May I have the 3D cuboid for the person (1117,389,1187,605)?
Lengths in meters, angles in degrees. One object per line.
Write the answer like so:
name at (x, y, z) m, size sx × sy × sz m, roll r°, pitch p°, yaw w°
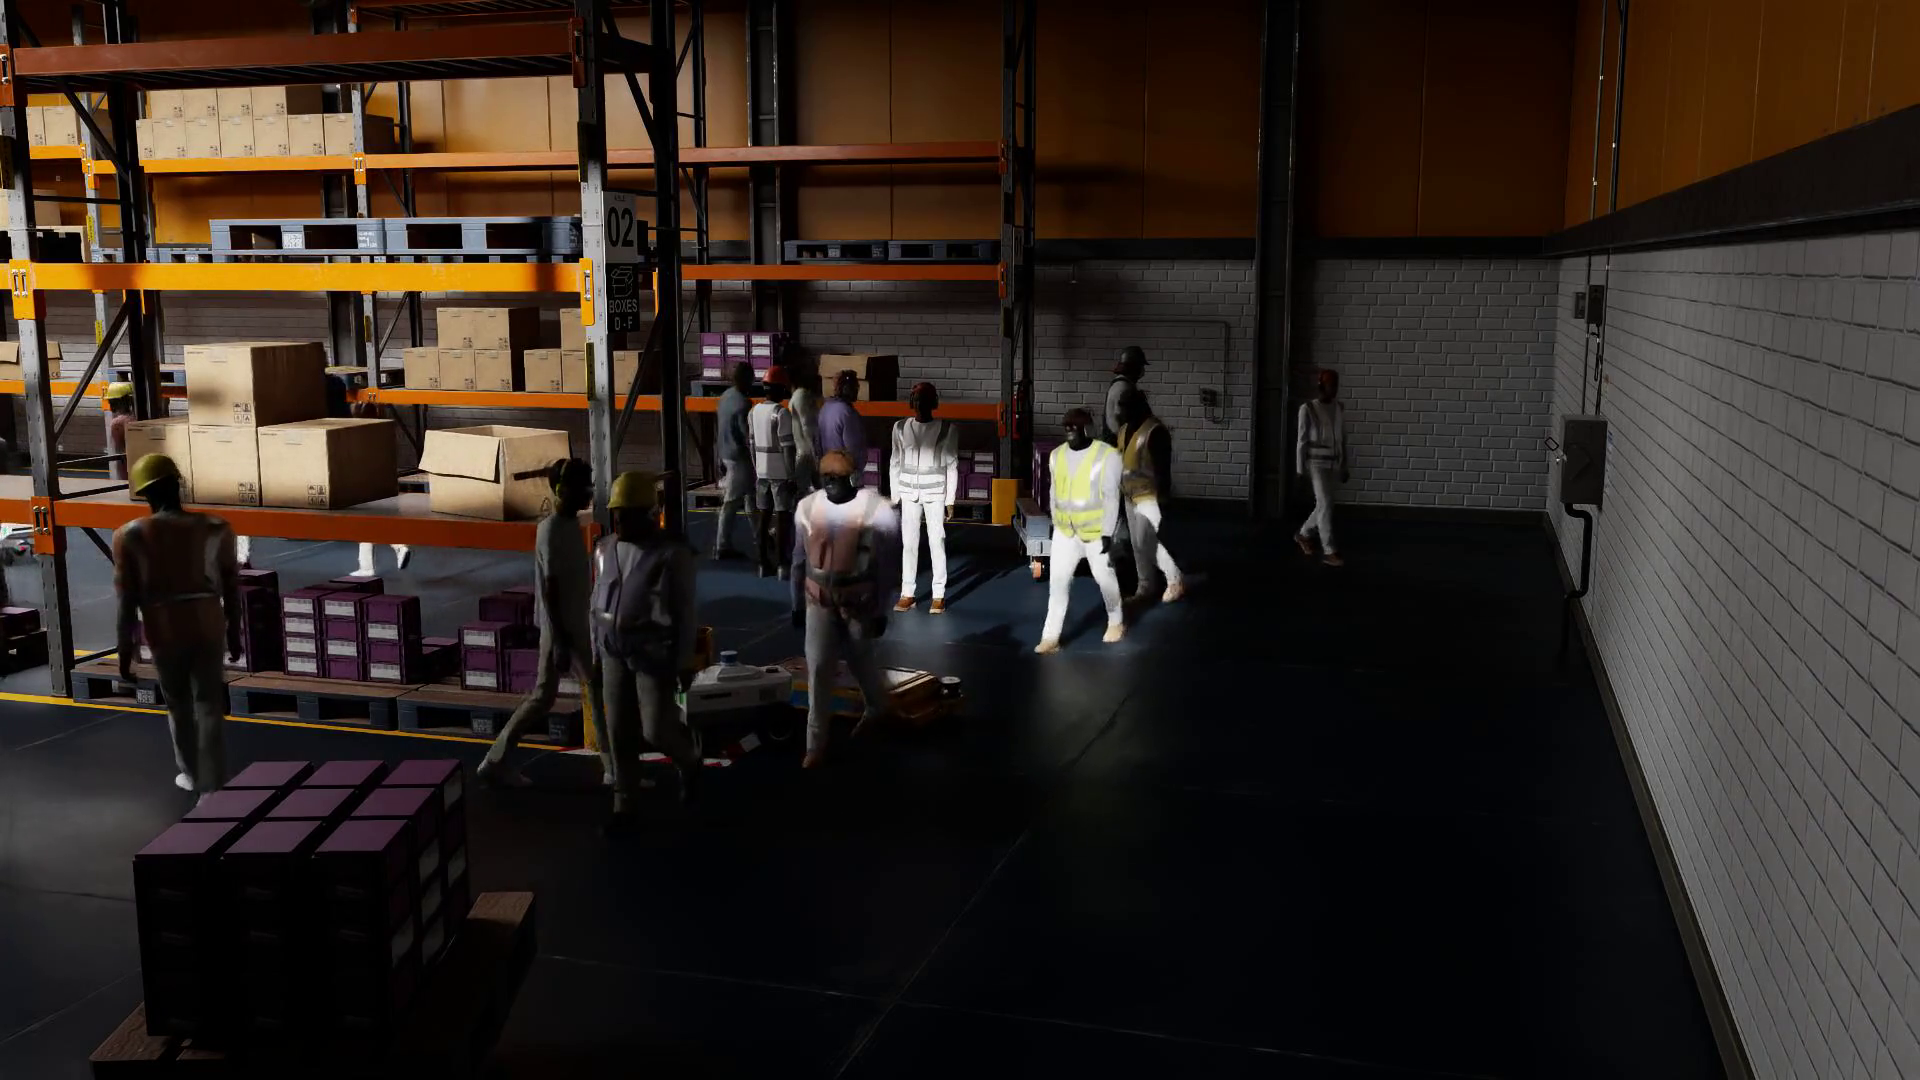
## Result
person at (1.547, -0.353, 13.863) m, size 0.488 × 1.815 × 0.660 m, roll -4°, pitch 10°, yaw -23°

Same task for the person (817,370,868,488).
person at (-1.010, -0.563, 14.814) m, size 0.407 × 1.906 × 0.655 m, roll -5°, pitch 11°, yaw -30°

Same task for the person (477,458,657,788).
person at (-2.157, 0.467, 8.885) m, size 0.923 × 1.833 × 0.551 m, roll 1°, pitch 9°, yaw 9°

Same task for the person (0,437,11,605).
person at (-8.218, -0.311, 13.863) m, size 0.717 × 1.720 × 0.491 m, roll 3°, pitch 10°, yaw 20°

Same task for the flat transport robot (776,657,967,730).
flat transport robot at (-0.732, 0.948, 10.580) m, size 1.431 × 0.197 × 0.652 m, roll 5°, pitch 11°, yaw 29°

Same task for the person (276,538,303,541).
person at (-6.881, -0.906, 17.140) m, size 0.404 × 1.829 × 0.610 m, roll 1°, pitch 9°, yaw 6°

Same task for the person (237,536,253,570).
person at (-6.633, -0.619, 15.173) m, size 0.671 × 1.913 × 0.366 m, roll 2°, pitch 10°, yaw 14°

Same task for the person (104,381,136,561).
person at (-7.821, -0.648, 15.877) m, size 0.755 × 1.737 × 0.534 m, roll 1°, pitch 9°, yaw 7°

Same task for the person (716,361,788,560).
person at (-1.990, -0.764, 16.018) m, size 0.877 × 1.906 × 0.651 m, roll -4°, pitch 10°, yaw -24°

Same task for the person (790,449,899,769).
person at (-0.650, 0.356, 9.554) m, size 0.658 × 1.808 × 0.786 m, roll 3°, pitch 10°, yaw 16°

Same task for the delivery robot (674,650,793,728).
delivery robot at (-1.353, 0.893, 9.765) m, size 0.707 × 0.478 × 0.477 m, roll -4°, pitch 10°, yaw -22°

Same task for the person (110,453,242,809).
person at (-4.006, 0.489, 8.563) m, size 0.605 × 1.863 × 0.955 m, roll -5°, pitch 11°, yaw -29°

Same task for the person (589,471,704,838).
person at (-1.570, 0.552, 8.272) m, size 0.614 × 1.817 × 0.568 m, roll 4°, pitch 10°, yaw 24°

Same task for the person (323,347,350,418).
person at (-7.020, -1.164, 18.294) m, size 0.610 × 1.970 × 0.463 m, roll -7°, pitch 12°, yaw -37°

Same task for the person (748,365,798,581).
person at (-1.651, -0.600, 14.963) m, size 0.543 × 1.933 × 0.363 m, roll 8°, pitch 12°, yaw 42°

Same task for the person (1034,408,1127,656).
person at (0.928, -0.082, 12.247) m, size 0.635 × 1.800 × 0.968 m, roll 6°, pitch 11°, yaw 32°

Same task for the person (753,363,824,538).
person at (-1.548, -0.825, 16.571) m, size 1.080 × 1.851 × 0.634 m, roll 1°, pitch 9°, yaw 4°

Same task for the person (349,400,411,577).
person at (-5.288, -0.456, 15.018) m, size 0.473 × 1.622 × 0.528 m, roll 3°, pitch 10°, yaw 19°

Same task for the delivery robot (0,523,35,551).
delivery robot at (-9.110, -0.108, 15.869) m, size 0.707 × 0.478 × 0.477 m, roll 7°, pitch 12°, yaw 36°

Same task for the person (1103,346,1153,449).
person at (1.722, -0.980, 16.949) m, size 0.535 × 2.000 × 0.702 m, roll 1°, pitch 9°, yaw 6°

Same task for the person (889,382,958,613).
person at (-0.301, -0.342, 13.538) m, size 0.574 × 1.885 × 0.355 m, roll 2°, pitch 10°, yaw 15°

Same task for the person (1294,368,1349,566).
person at (3.465, -0.717, 15.920) m, size 0.593 × 1.857 × 0.848 m, roll -6°, pitch 11°, yaw -31°
